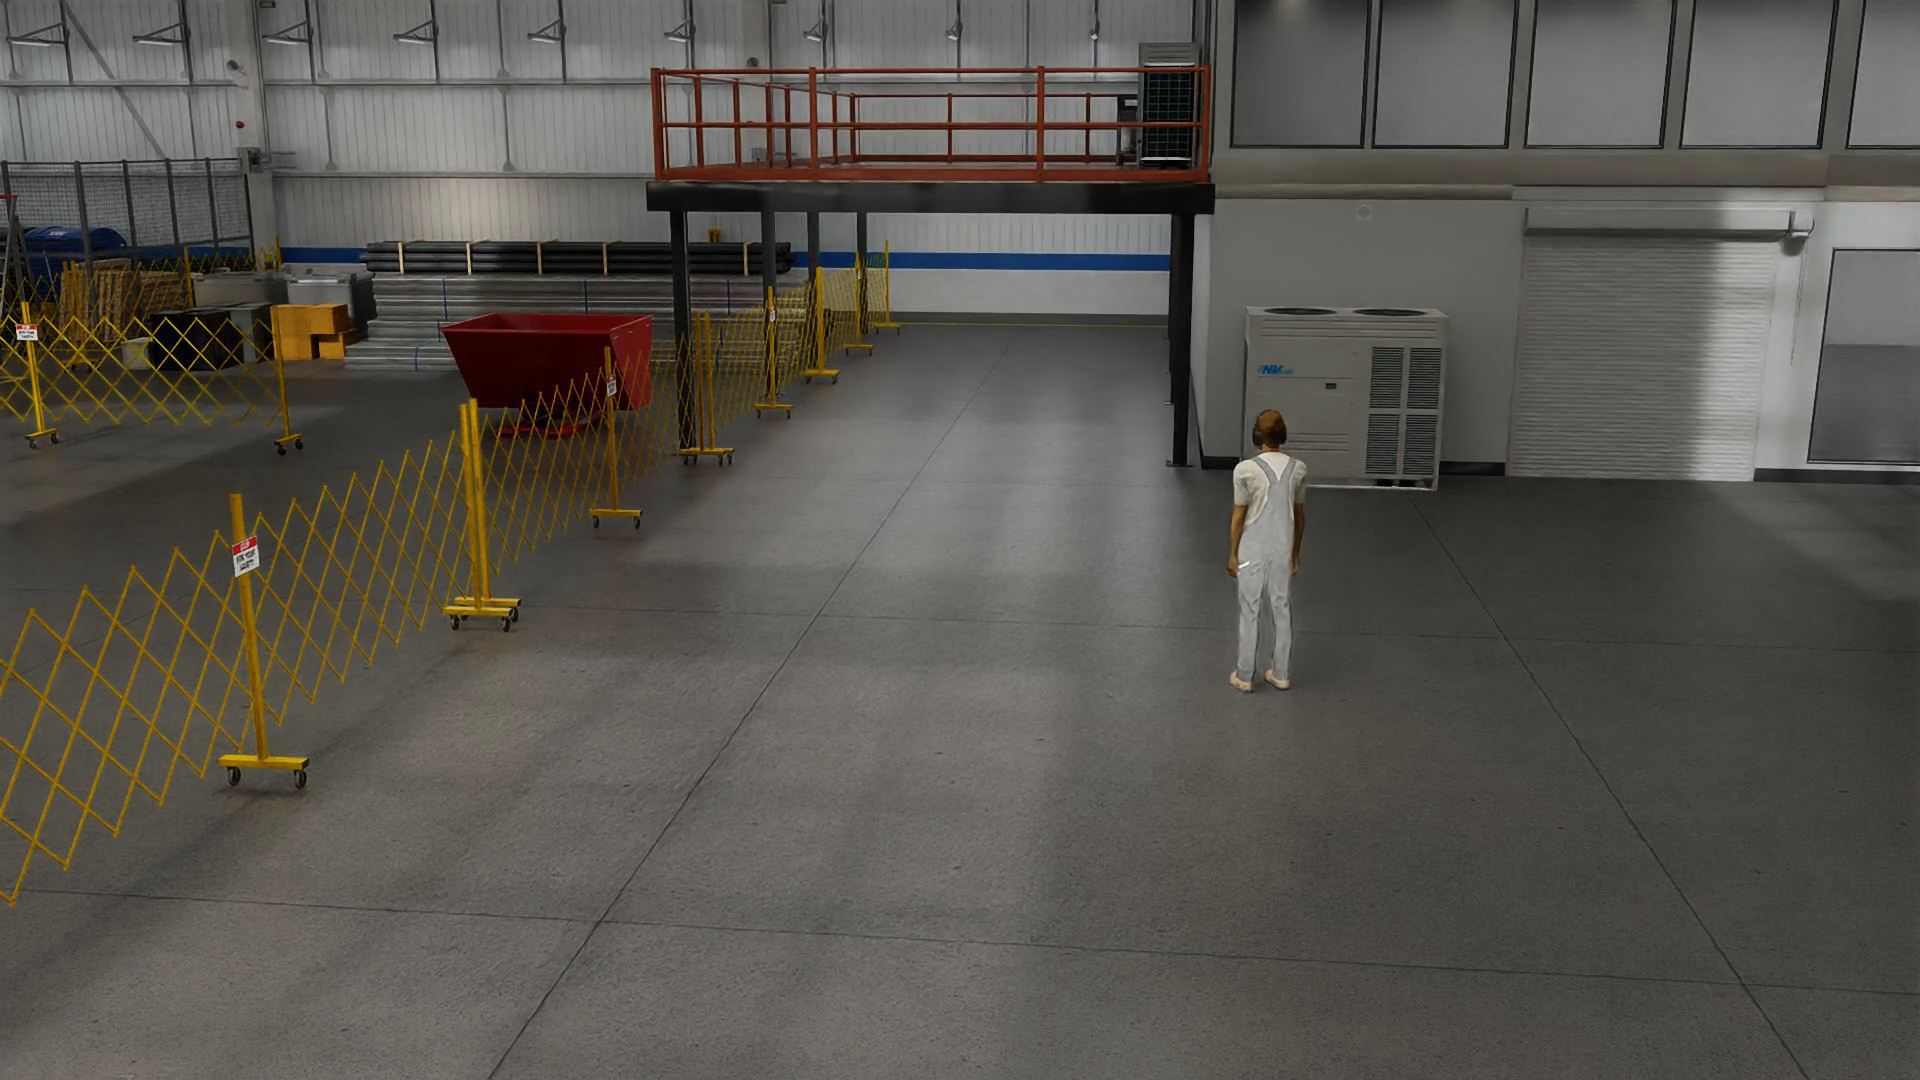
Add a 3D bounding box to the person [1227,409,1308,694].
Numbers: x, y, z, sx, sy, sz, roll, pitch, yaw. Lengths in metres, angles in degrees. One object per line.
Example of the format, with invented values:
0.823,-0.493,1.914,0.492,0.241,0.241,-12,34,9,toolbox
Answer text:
1.962,0.080,10.650,0.501,1.839,0.340,-4,14,-16,person
